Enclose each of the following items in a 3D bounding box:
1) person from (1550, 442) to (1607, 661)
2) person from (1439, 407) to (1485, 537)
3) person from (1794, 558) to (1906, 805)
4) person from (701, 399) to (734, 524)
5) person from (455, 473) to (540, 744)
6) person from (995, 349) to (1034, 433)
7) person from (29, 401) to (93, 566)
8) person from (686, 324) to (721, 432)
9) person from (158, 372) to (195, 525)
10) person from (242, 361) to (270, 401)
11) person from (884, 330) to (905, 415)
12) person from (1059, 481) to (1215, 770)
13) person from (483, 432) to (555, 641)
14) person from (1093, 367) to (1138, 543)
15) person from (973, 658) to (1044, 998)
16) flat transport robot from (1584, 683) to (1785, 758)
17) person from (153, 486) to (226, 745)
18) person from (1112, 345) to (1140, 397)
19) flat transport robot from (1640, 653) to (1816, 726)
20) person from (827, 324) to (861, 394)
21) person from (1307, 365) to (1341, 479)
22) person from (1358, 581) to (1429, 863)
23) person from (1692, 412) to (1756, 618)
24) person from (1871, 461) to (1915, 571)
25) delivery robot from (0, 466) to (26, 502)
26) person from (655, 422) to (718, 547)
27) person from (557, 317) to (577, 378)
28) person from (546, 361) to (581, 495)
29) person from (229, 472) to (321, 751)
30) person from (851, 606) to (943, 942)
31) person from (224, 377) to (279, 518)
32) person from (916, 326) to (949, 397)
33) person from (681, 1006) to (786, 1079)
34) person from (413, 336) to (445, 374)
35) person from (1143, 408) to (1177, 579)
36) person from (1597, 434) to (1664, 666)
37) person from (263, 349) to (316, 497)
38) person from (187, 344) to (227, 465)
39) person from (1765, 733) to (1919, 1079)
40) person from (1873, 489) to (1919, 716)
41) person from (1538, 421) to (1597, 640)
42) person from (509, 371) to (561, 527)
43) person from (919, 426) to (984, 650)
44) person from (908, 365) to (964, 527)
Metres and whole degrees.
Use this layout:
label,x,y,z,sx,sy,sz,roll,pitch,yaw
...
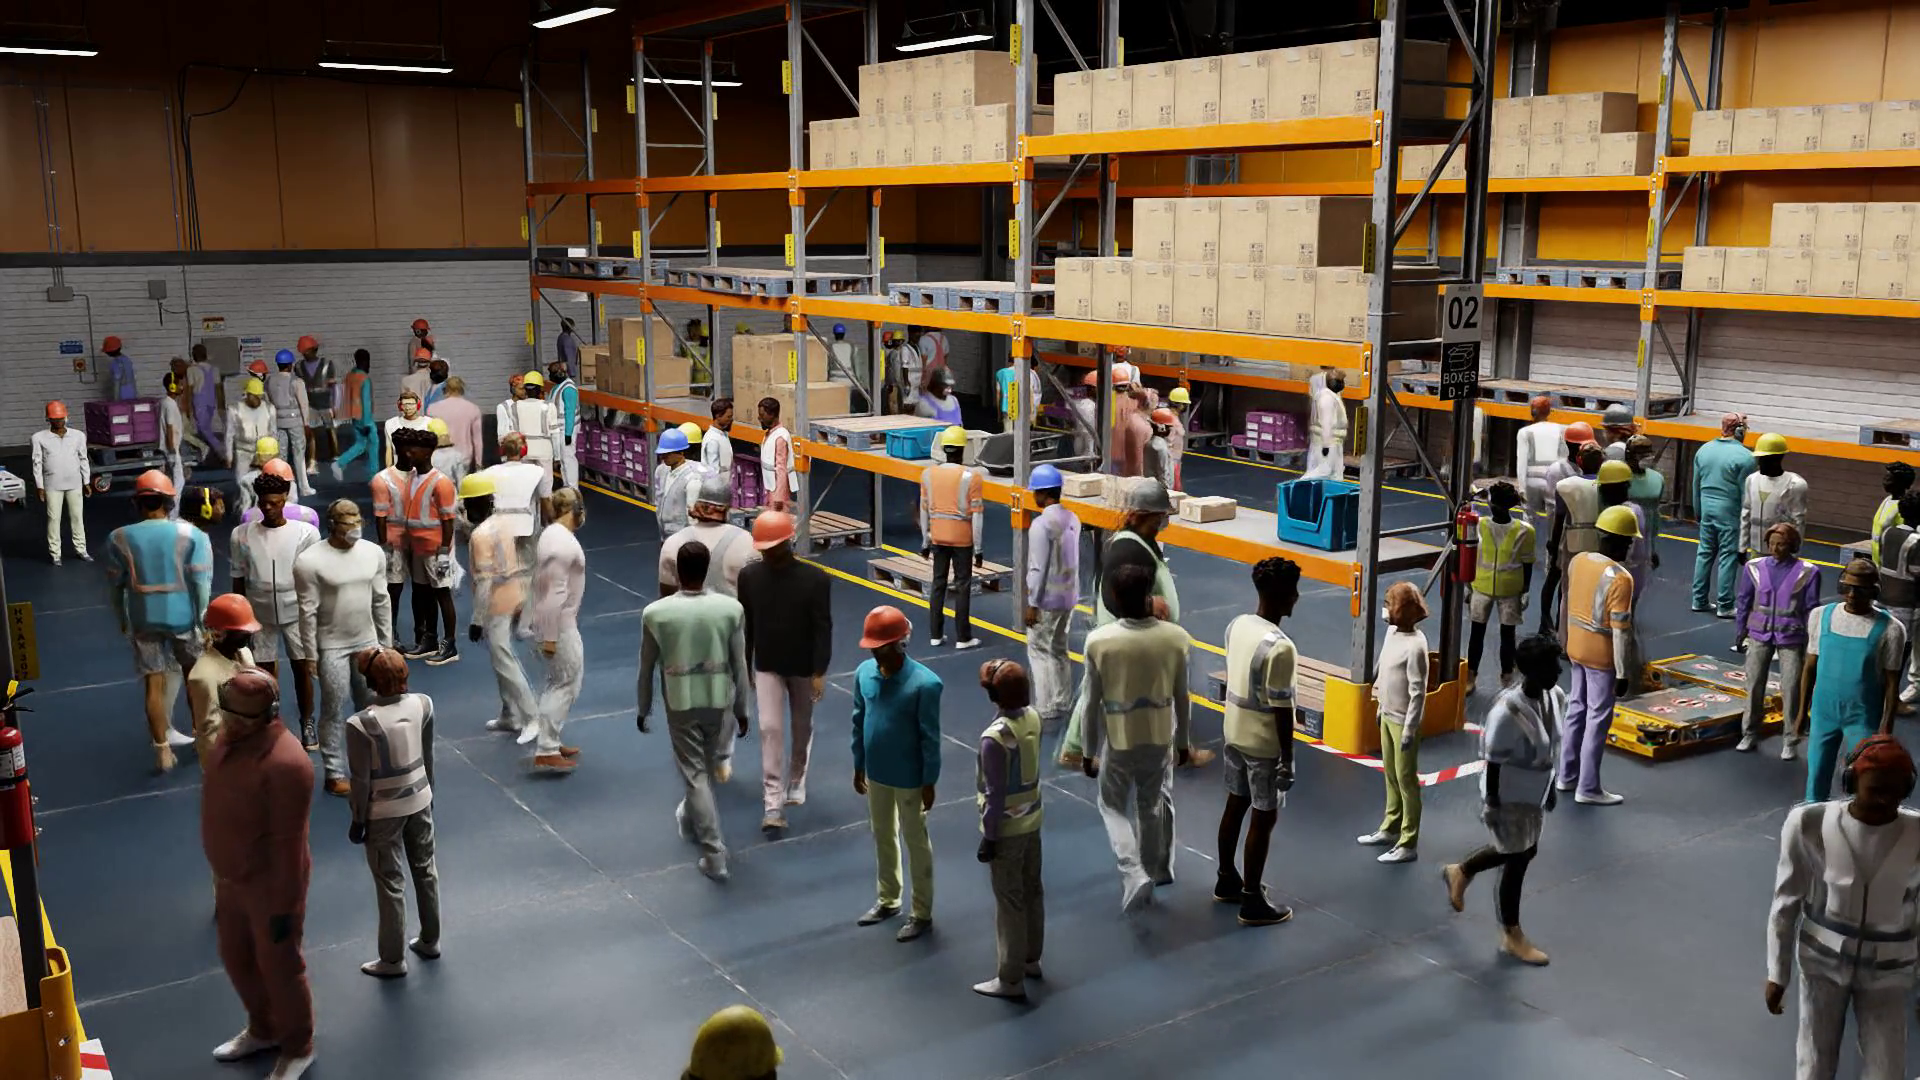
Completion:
label,x,y,z,sx,sy,sz,roll,pitch,yaw
person,5.215,0.107,13.844,0.561,1.836,0.391,1,11,6
person,5.660,-0.882,18.872,0.550,1.841,0.717,-9,14,-39
person,4.951,0.992,9.296,0.341,1.839,0.503,-9,14,-40
person,-2.402,-0.455,16.537,0.410,1.908,0.598,0,11,-1
person,-3.245,0.472,11.830,0.616,1.898,0.648,0,11,-2
person,0.772,-1.790,23.508,0.563,1.847,0.388,5,12,23
person,-9.553,-0.612,17.720,0.330,1.751,0.564,11,15,43
person,-4.286,-2.657,27.795,0.587,1.909,0.727,-3,11,-15
person,-9.387,-1.068,19.814,0.382,1.855,0.532,-7,13,-30
person,-9.516,-1.566,22.645,0.558,1.742,0.369,9,14,39
person,-1.054,-2.685,28.292,0.526,1.772,0.307,3,12,16
person,1.150,0.552,11.028,1.040,2.000,0.692,3,11,13
person,-3.868,-0.057,14.738,0.589,1.810,0.859,1,11,4
person,1.801,-0.958,18.867,0.620,1.997,0.372,-3,11,-14
person,0.238,1.364,7.909,0.315,1.636,0.515,6,12,27
flat transport robot,5.160,1.271,11.892,1.431,0.197,0.652,-6,13,-29
person,-5.364,0.529,11.770,0.826,1.807,0.565,-6,13,-29
person,2.285,-1.861,23.785,0.574,1.882,0.356,-1,11,-5
flat transport robot,5.875,1.111,12.706,0.652,0.197,1.431,-6,13,-29
person,-2.030,-2.640,27.715,0.650,1.898,0.804,-4,12,-21
person,4.985,-1.634,22.755,0.503,1.837,0.350,11,15,44
person,2.521,1.039,9.580,0.279,1.633,0.501,-1,11,-6
person,7.094,-0.233,15.391,0.403,1.906,0.651,-5,12,-22
person,7.703,0.189,13.769,0.316,1.696,0.540,2,11,10
delivery robot,-12.081,-0.695,20.980,0.707,0.478,0.477,11,15,44
person,-2.345,-0.061,14.456,0.588,1.927,0.370,2,11,12
person,-6.831,-2.919,29.055,0.368,1.939,0.633,-5,12,-24
person,-5.160,-1.411,21.630,0.430,1.834,0.633,-6,13,-29
person,-4.692,0.503,11.464,0.600,1.967,0.367,-3,12,-17
person,-0.351,1.183,8.578,0.576,1.737,0.355,9,14,38
person,-8.483,-1.065,19.915,0.610,1.803,0.658,-9,14,-38
person,-0.543,-2.860,28.491,0.538,2.000,0.689,9,14,40
person,-0.584,2.024,4.289,0.492,1.731,0.325,7,13,33
person,-8.220,-2.269,25.978,0.582,1.852,0.917,6,12,27
person,2.048,-0.483,17.064,0.326,1.751,0.561,-2,11,-10
person,5.492,0.089,13.660,0.628,1.940,0.378,-4,12,-20
person,-8.860,-1.537,21.958,0.605,1.948,0.389,1,11,7
person,-11.102,-1.979,24.566,0.806,1.813,0.568,6,13,29
person,3.279,1.600,6.110,0.588,1.867,0.410,6,12,27
person,7.012,0.459,12.400,0.322,1.689,0.537,0,11,0
person,5.333,-0.075,14.501,0.552,1.934,0.374,-7,13,-33
person,-4.892,-0.984,19.206,0.585,1.918,0.378,1,11,4
person,-0.060,-0.021,14.256,0.592,1.926,0.391,6,12,27
person,-0.294,-1.059,19.270,0.839,2.000,0.688,8,14,36
